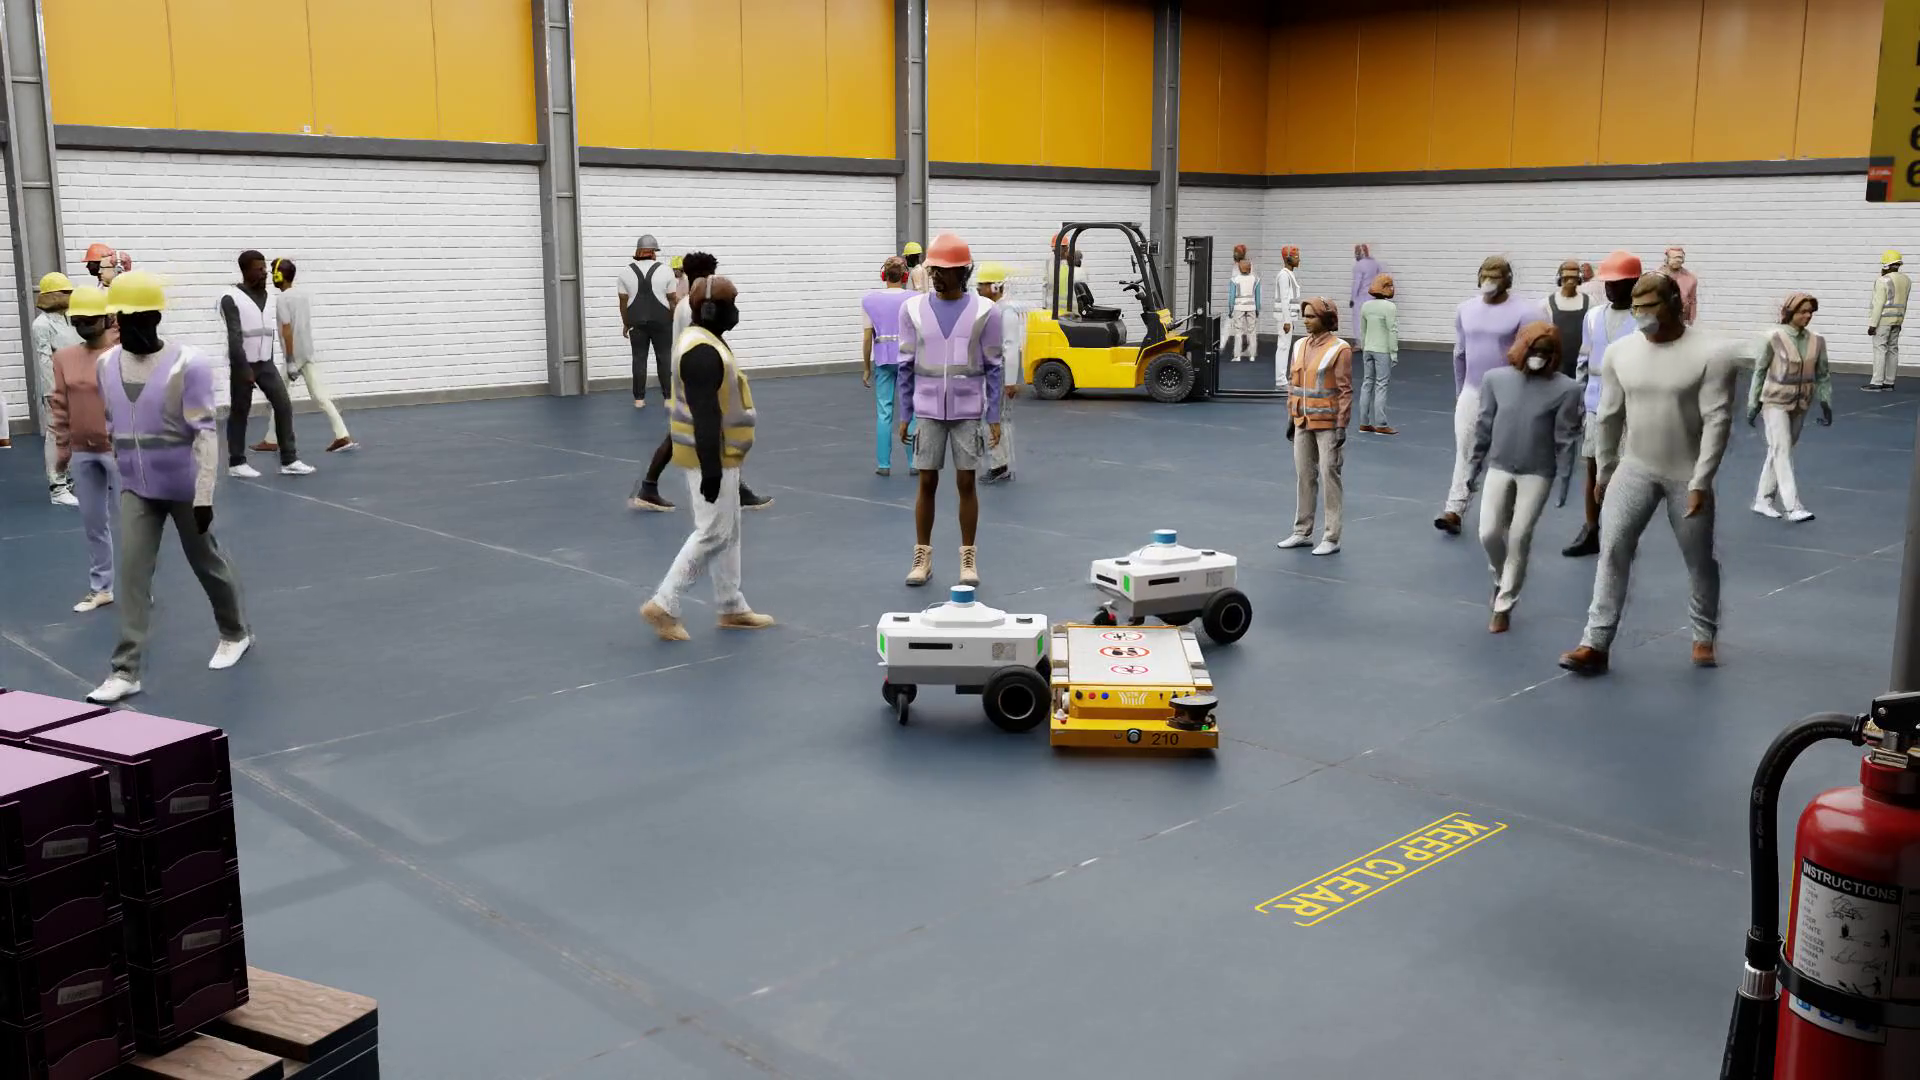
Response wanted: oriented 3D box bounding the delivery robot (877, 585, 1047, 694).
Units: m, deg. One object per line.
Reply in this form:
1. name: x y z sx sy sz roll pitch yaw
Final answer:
1. delivery robot: 0.009 0.435 6.972 0.707 0.478 0.477 1 10 3

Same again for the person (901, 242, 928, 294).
1. person: -0.636 -3.252 23.595 0.386 1.922 0.594 0 10 3

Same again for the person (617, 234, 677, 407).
1. person: -3.661 -2.585 19.640 0.680 2.000 0.536 0 10 0

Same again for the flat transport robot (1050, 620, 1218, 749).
1. flat transport robot: 0.718 0.592 7.146 0.652 0.197 1.431 1 10 3

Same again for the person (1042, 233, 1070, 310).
1. person: 1.476 -3.510 24.678 0.604 2.044 0.375 6 12 30

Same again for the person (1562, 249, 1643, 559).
1. person: 4.050 -0.822 10.317 0.378 1.932 0.551 -8 13 -39

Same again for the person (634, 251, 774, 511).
1. person: -1.932 -1.147 12.152 1.027 1.916 0.624 -3 11 -18

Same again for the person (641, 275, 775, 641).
1. person: -1.278 -0.406 8.381 0.556 1.851 0.643 -1 10 -7

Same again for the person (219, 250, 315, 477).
1. person: -5.819 -1.451 13.858 0.842 1.889 0.592 4 11 20

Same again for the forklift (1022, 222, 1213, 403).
1. forklift: 1.935 -2.847 20.651 2.313 2.155 1.214 2 11 13

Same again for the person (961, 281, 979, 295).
1. person: 0.102 -2.455 19.984 0.733 1.655 0.317 -8 13 -39

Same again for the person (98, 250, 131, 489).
1. person: -6.564 -1.313 13.074 0.407 1.908 0.641 -8 13 -37

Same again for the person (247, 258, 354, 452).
1. person: -6.158 -1.710 15.498 1.002 1.820 0.540 2 11 10

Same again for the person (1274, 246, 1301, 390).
1. person: 4.234 -2.845 21.490 0.355 1.882 0.575 2 11 13

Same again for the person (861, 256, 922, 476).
1. person: -0.540 -1.446 13.966 0.563 1.844 0.391 -1 10 -3

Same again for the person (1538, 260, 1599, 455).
1. person: 5.371 -1.572 14.758 0.522 1.819 0.888 1 10 8

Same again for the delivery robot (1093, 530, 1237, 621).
1. delivery robot: 1.022 0.193 8.292 0.707 0.478 0.477 -5 12 -27

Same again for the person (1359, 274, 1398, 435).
1. person: 4.280 -1.893 16.976 0.279 1.634 0.498 -5 12 -27

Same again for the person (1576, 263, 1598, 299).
1. person: 9.162 -3.281 24.619 0.828 1.598 0.498 -2 11 -9

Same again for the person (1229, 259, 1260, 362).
1. person: 4.534 -3.650 26.539 0.515 1.640 0.315 -1 10 -7

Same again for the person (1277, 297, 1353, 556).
1. person: 2.276 -0.724 10.586 0.310 1.638 0.523 -6 12 -31

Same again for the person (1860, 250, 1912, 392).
1. person: 12.010 -2.836 21.578 0.599 1.832 0.404 -5 12 -26

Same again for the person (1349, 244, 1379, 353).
1. person: 7.062 -4.197 28.914 0.393 1.877 0.879 9 14 42

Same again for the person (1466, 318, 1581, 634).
1. person: 2.869 -0.332 8.507 0.539 1.611 0.404 7 12 32

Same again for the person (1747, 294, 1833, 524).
1. person: 5.879 -0.908 11.662 0.545 1.598 0.808 -2 11 -12

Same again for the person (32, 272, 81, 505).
1. person: -6.767 -1.143 12.584 0.287 1.746 0.488 0 10 0

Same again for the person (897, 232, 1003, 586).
1. person: -0.062 -0.738 9.575 0.608 2.039 0.395 1 10 7

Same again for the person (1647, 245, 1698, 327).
1. person: 8.436 -2.546 19.792 0.652 1.904 0.403 0 10 2

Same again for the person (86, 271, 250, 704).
1. person: -3.568 -0.266 7.470 0.605 1.872 1.008 2 11 9

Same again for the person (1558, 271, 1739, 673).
1. person: 3.239 -0.297 7.697 0.653 1.868 0.908 9 14 42

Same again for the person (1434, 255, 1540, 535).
1. person: 3.599 -0.978 11.309 0.647 1.878 1.034 9 14 41

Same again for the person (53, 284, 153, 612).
1. person: -4.584 -0.478 8.908 0.530 1.766 0.323 2 11 10

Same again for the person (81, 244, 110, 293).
1. person: -8.470 -1.959 16.523 0.364 1.939 0.551 -7 12 -34

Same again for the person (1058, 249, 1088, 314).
1. person: 1.671 -3.216 23.678 0.706 1.821 0.659 -9 14 -41

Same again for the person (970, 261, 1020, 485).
1. person: 0.242 -1.344 13.508 0.493 1.815 0.602 -3 11 -14

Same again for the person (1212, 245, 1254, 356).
1. person: 4.566 -3.963 27.689 0.923 1.840 0.606 -5 11 -23

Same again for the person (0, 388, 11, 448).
1. person: -9.207 -1.760 15.619 0.328 1.868 0.513 0 10 -3

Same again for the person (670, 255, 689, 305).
1. person: -3.571 -2.763 21.365 0.324 1.765 0.534 -5 12 -26
